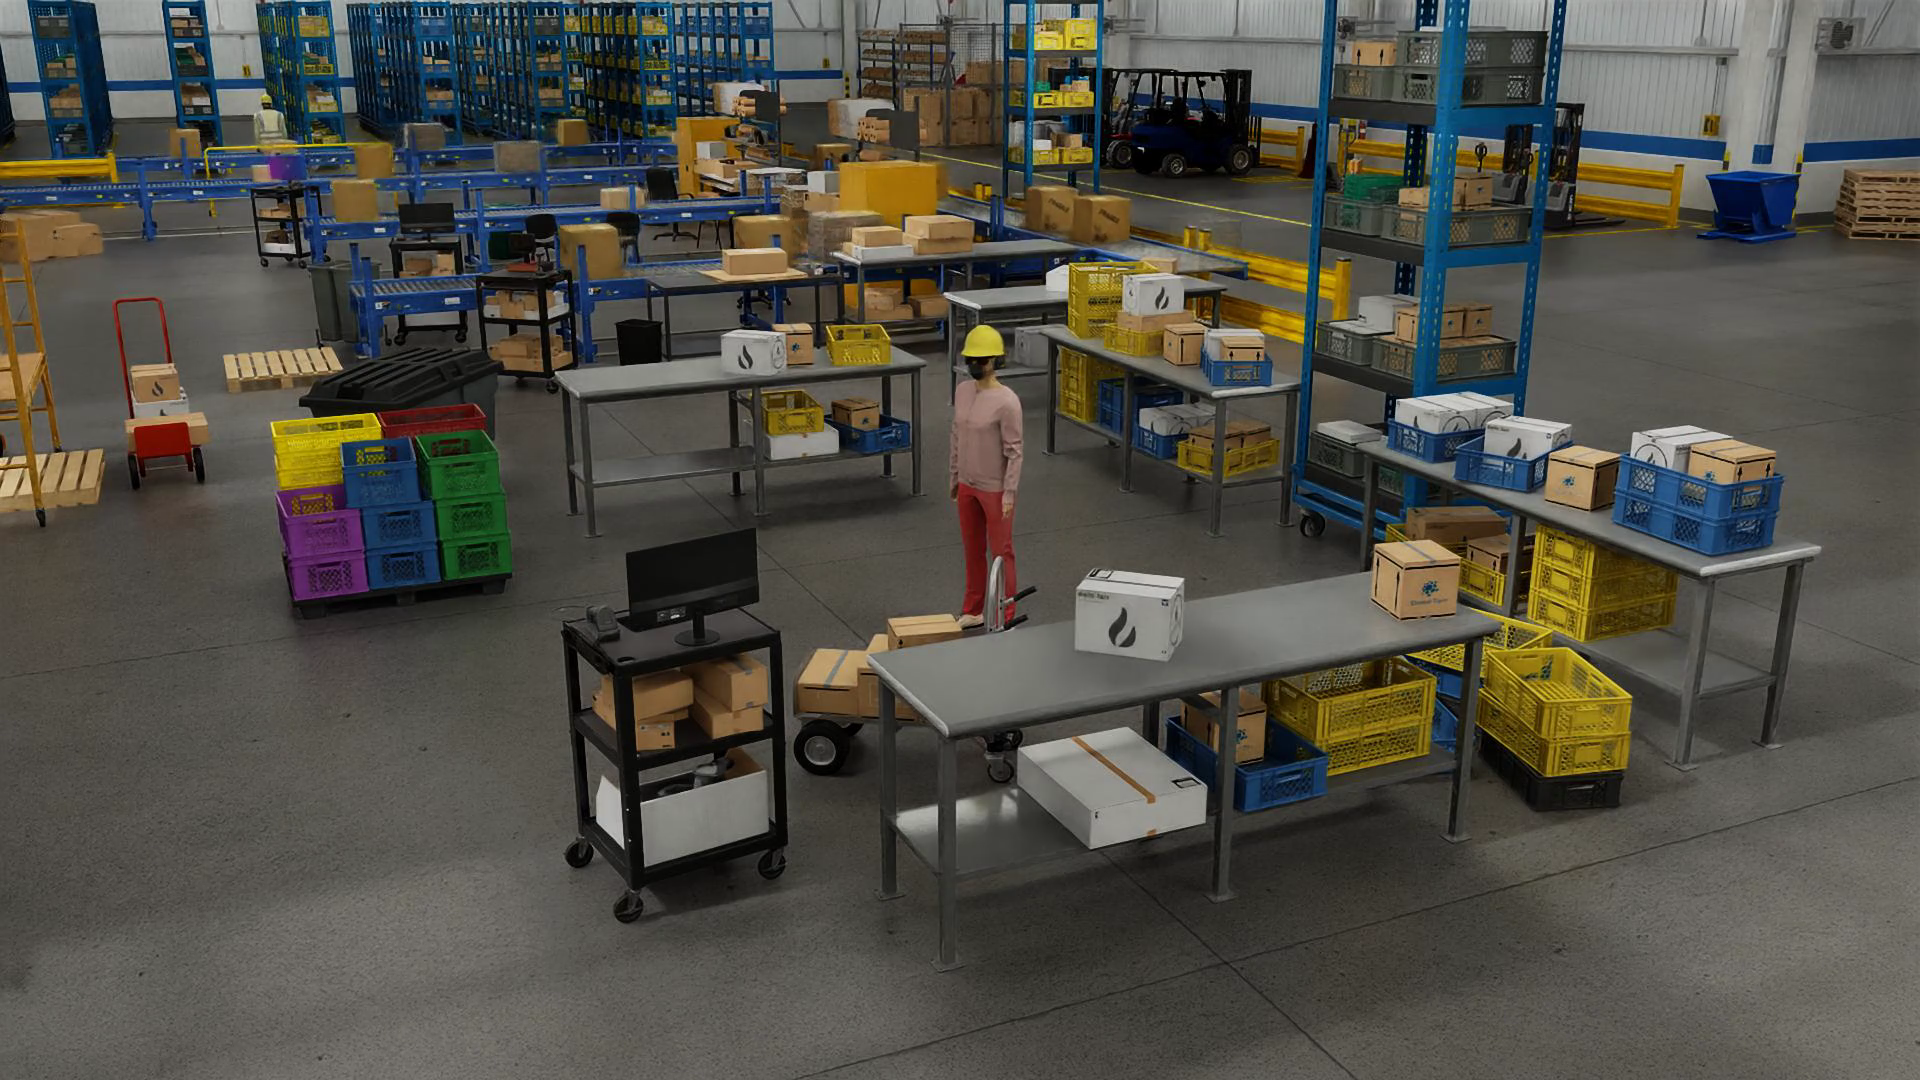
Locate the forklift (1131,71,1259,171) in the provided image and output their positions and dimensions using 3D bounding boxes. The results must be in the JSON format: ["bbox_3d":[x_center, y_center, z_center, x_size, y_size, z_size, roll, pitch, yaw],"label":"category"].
[{"bbox_3d":[4.998,-8.936,35.413,2.680,1.987,1.157,-9,20,-25],"label":"forklift"}]

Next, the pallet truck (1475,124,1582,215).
[{"bbox_3d":[9.707,-6.455,28.103,1.885,1.965,0.823,-7,19,-20],"label":"pallet truck"}]

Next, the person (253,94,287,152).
[{"bbox_3d":[-13.451,-7.763,32.490,0.599,1.830,0.403,-11,21,-31],"label":"person"}]

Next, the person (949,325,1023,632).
[{"bbox_3d":[0.126,-0.295,9.071,0.301,1.772,0.527,-15,23,-39],"label":"person"}]

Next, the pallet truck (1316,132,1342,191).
[{"bbox_3d":[7.723,-7.504,32.656,1.601,1.201,0.680,-8,19,-23],"label":"pallet truck"}]

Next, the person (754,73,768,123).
[{"bbox_3d":[-5.805,-12.699,48.078,0.867,1.814,0.573,-9,20,-27],"label":"person"}]

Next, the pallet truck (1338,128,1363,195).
[{"bbox_3d":[7.845,-7.140,31.411,1.522,1.261,0.704,-9,20,-25],"label":"pallet truck"}]

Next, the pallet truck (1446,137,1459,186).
[{"bbox_3d":[9.184,-6.485,29.328,1.630,1.274,0.653,-8,19,-23],"label":"pallet truck"}]

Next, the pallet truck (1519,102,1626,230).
[{"bbox_3d":[9.972,-6.037,26.785,1.885,1.965,0.823,-9,20,-25],"label":"pallet truck"}]

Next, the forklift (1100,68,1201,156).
[{"bbox_3d":[4.082,-9.564,37.410,2.680,1.987,1.157,-8,19,-23],"label":"forklift"}]
